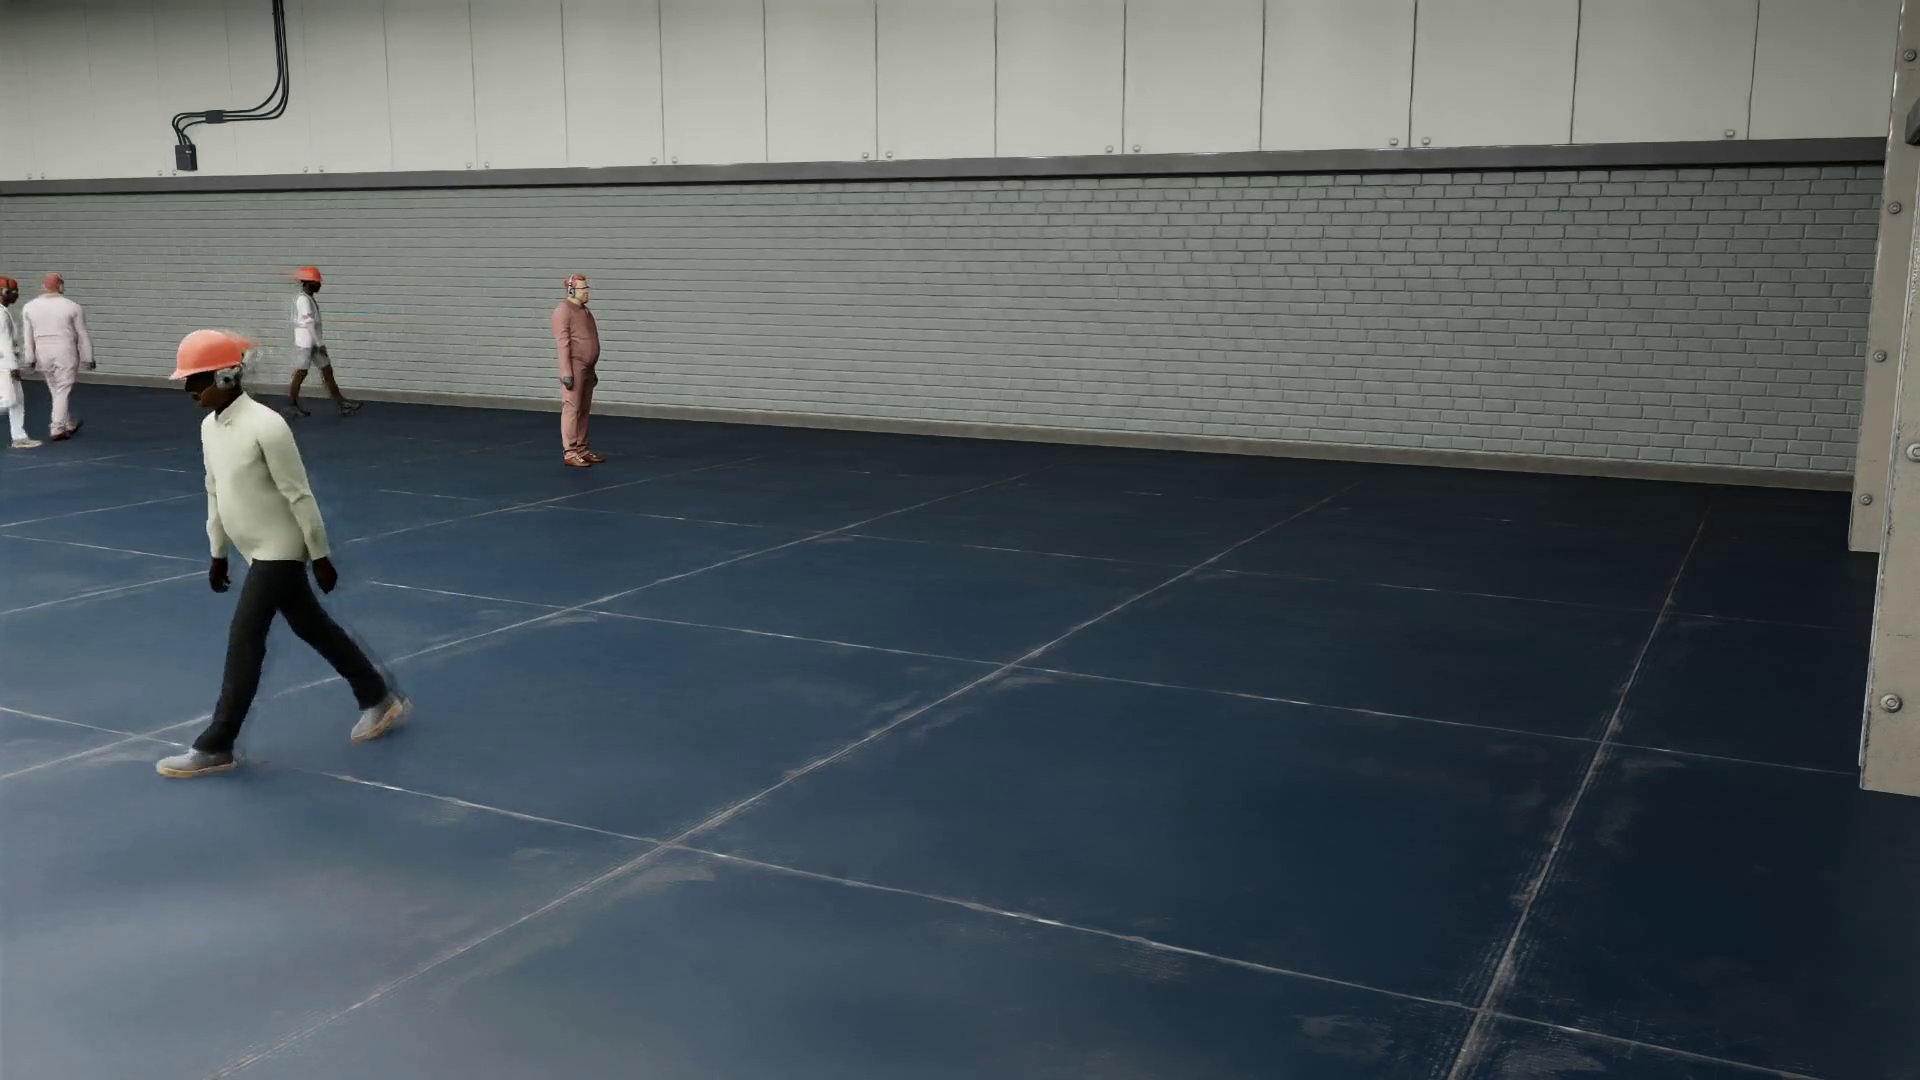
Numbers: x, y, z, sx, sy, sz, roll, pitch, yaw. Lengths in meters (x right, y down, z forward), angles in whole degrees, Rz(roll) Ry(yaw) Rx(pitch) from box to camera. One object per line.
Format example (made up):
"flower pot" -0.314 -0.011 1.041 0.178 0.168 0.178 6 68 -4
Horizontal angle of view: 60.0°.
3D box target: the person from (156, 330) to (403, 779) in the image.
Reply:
"person" -2.990 0.025 7.307 1.096 1.912 0.624 -9 14 -42

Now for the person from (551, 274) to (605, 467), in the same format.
"person" -3.798 -1.692 16.636 0.407 1.910 0.639 2 11 11

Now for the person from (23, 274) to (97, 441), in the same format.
"person" -10.162 -2.081 18.880 0.665 1.853 0.987 -1 10 -3

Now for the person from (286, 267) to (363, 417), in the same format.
"person" -8.146 -2.496 21.081 0.947 1.889 0.556 -1 10 -5

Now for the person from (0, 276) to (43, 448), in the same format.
"person" -10.338 -1.885 17.816 0.684 1.863 0.590 -5 11 -25
